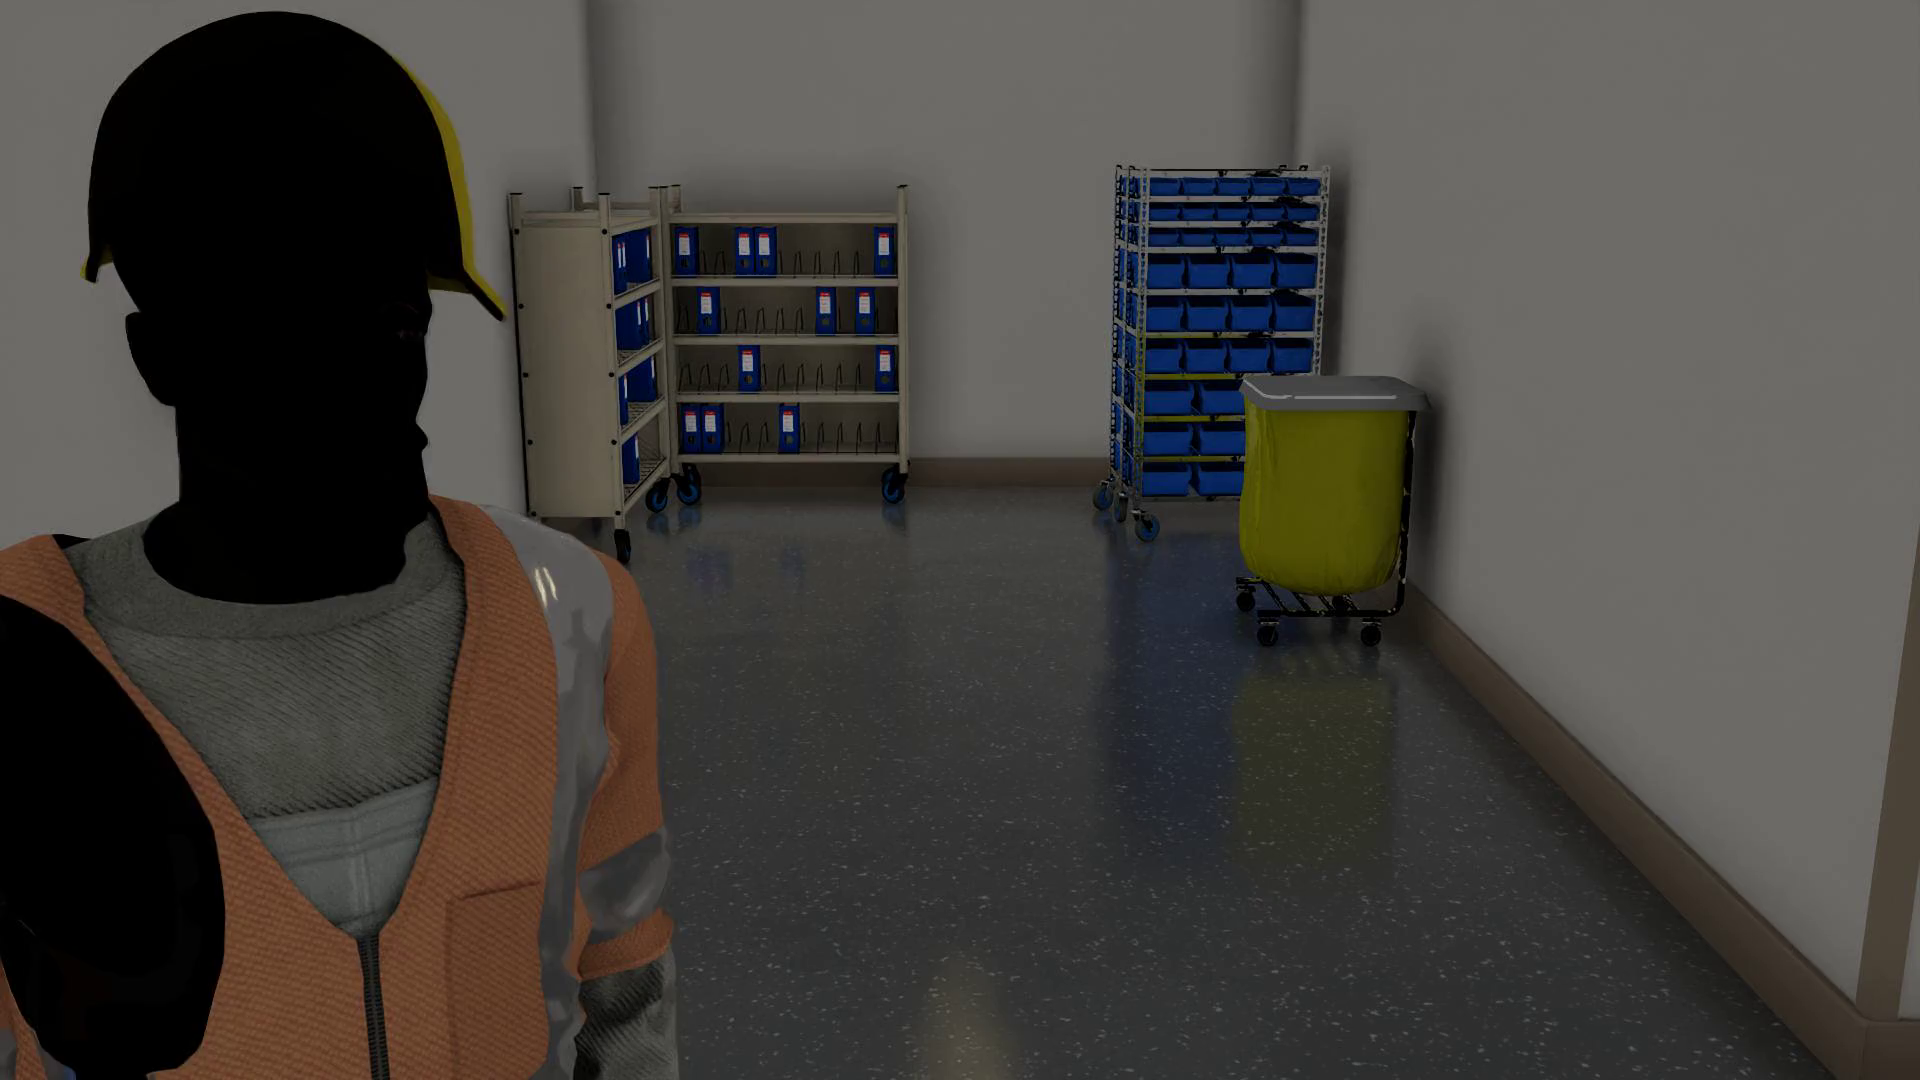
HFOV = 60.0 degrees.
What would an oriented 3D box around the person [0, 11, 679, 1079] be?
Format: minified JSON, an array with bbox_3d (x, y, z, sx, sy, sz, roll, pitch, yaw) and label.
[{"bbox_3d":[-0.448,0.613,1.232,0.587,1.919,0.399,-11,17,-39],"label":"person"}]
